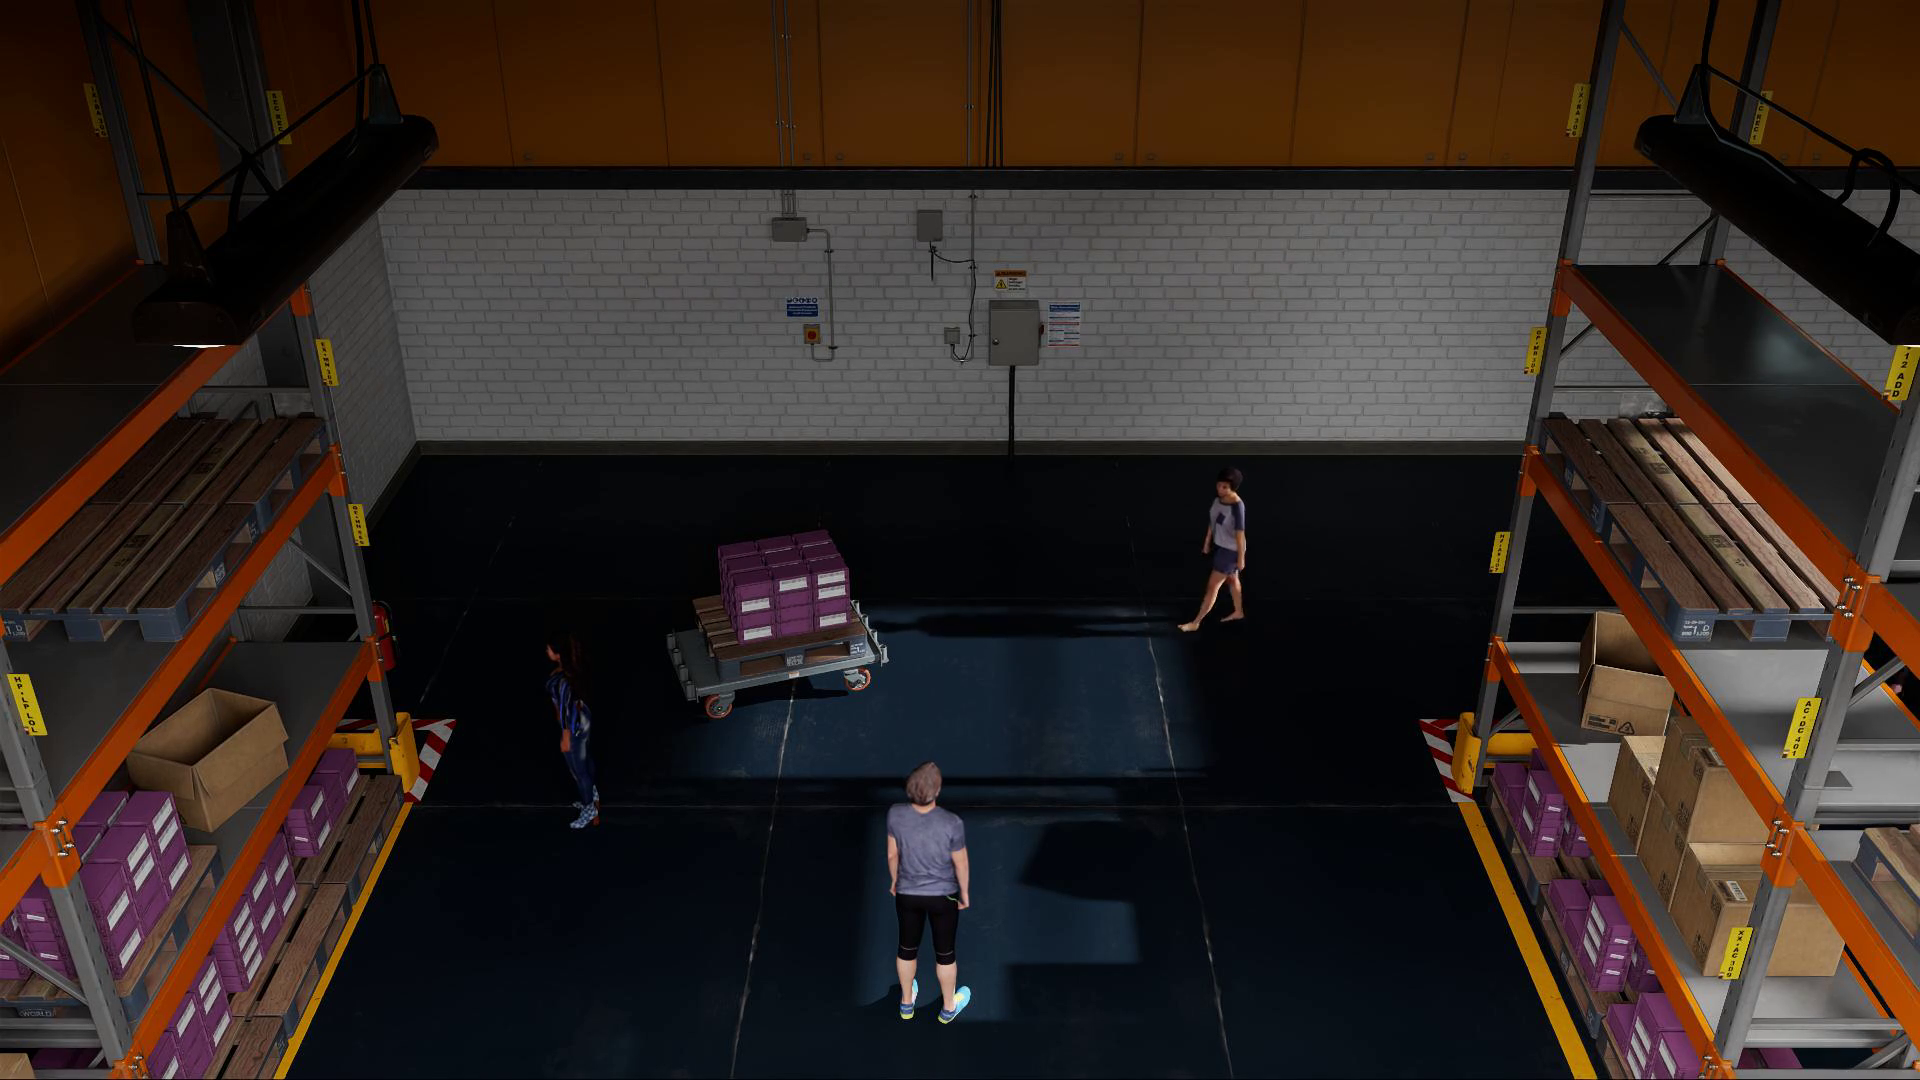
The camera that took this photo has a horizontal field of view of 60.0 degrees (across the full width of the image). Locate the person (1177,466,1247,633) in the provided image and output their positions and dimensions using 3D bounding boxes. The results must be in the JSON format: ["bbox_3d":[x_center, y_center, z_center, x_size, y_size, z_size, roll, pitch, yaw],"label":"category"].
[{"bbox_3d":[2.344,0.061,14.135,0.811,1.530,0.916,-8,30,-14],"label":"person"}]

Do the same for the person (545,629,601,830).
[{"bbox_3d":[-2.725,1.315,11.745,0.666,1.616,0.488,-1,29,-3],"label":"person"}]

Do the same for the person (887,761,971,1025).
[{"bbox_3d":[-0.195,2.119,9.987,0.711,1.889,0.666,7,29,12],"label":"person"}]
